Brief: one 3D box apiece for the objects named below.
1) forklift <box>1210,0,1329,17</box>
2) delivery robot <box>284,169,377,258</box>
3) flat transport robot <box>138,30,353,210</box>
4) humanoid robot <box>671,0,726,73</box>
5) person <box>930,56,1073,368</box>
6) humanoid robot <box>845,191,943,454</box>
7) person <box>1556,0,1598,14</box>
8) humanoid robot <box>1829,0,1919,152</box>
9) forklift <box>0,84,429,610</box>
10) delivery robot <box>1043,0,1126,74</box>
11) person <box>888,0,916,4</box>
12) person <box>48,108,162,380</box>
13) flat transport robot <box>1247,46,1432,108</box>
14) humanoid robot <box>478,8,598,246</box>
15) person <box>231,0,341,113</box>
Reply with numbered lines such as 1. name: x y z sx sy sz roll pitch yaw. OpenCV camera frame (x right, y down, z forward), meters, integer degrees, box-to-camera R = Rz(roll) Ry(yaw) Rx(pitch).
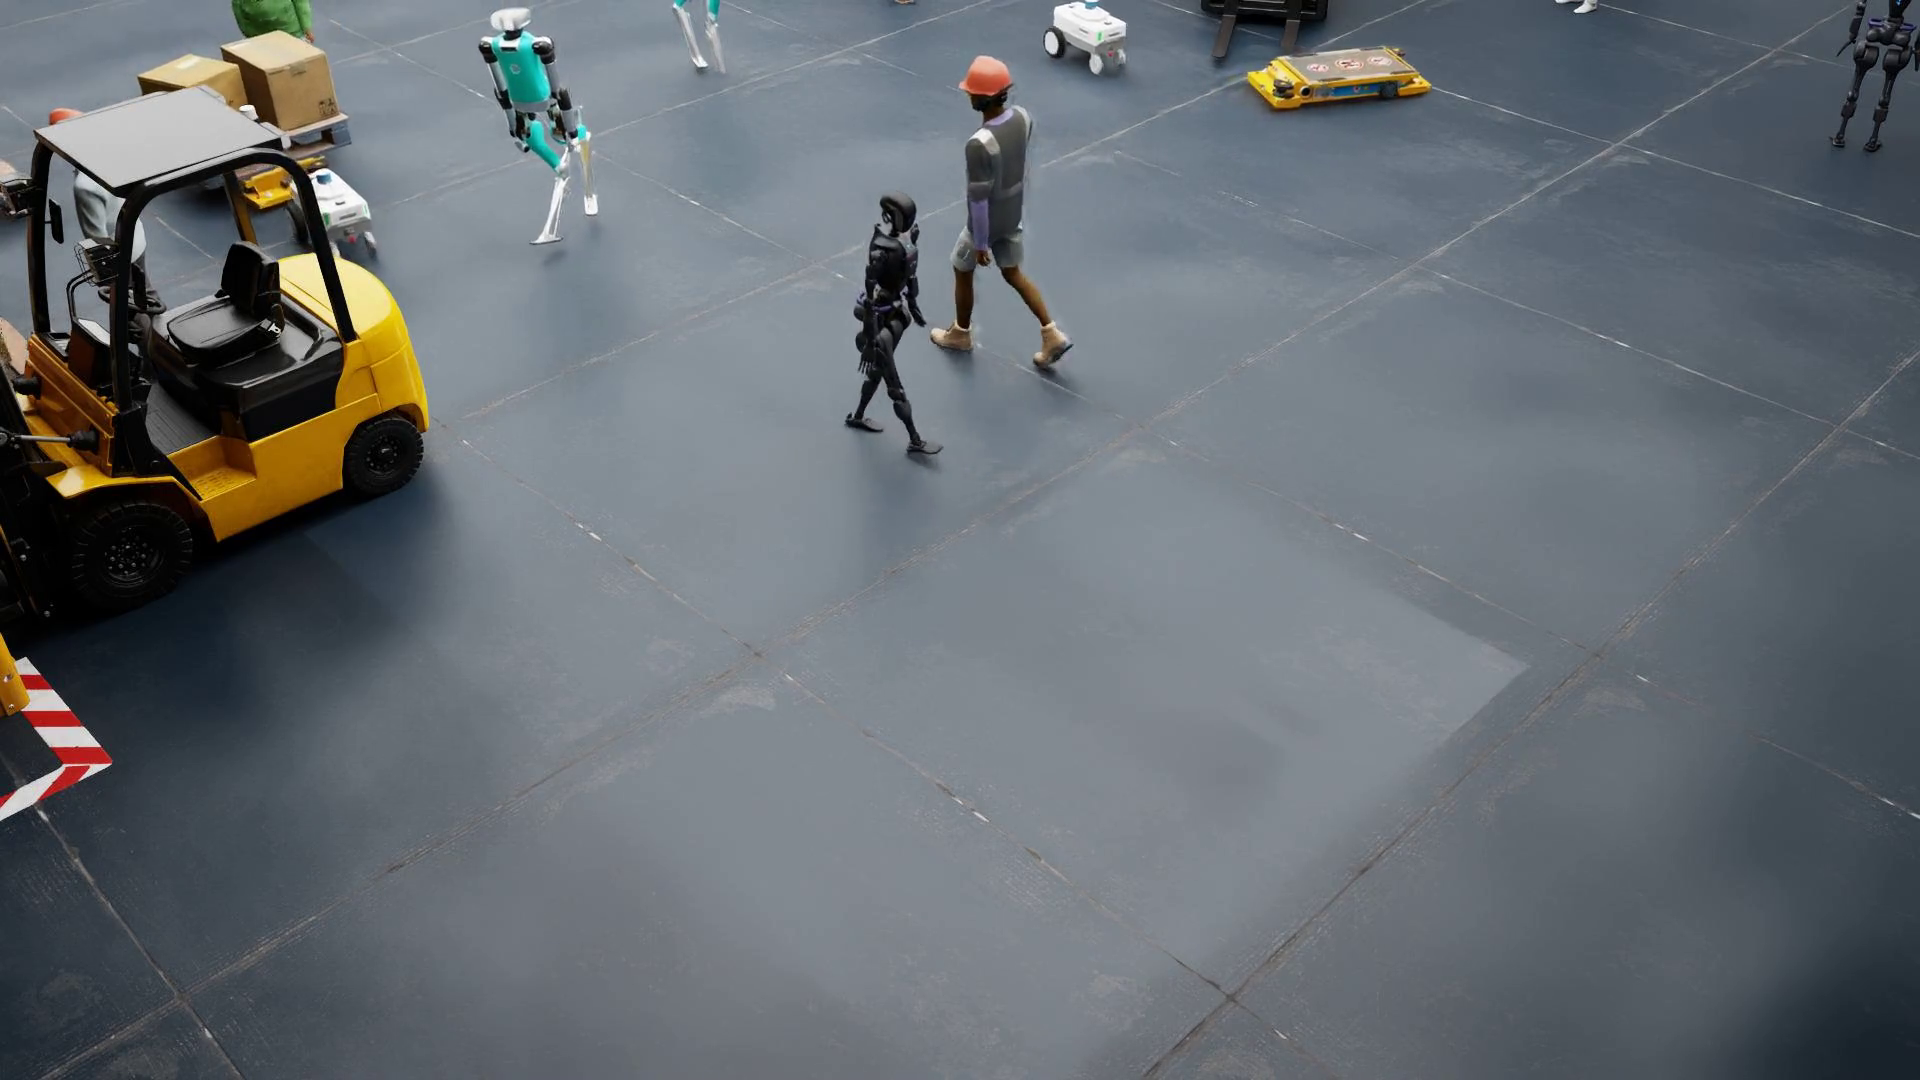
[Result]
1. forklift: 3.106 -6.400 15.960 1.214 2.155 2.313 8 37 10
2. delivery robot: -4.519 -2.369 11.943 0.499 0.612 0.796 -25 43 -29
3. flat transport robot: -5.508 -2.956 12.953 1.431 0.231 0.659 30 46 34
4. humanoid robot: -2.264 -4.811 14.295 0.542 1.853 0.840 -22 42 -27
5. person: 0.254 -1.971 10.186 0.929 2.008 0.606 25 43 29
6. humanoid robot: -0.379 -1.262 9.540 0.742 1.624 0.606 17 40 21
7. person: 5.988 -5.790 15.601 0.313 1.638 0.514 -8 37 -10
8. humanoid robot: 7.237 -3.896 13.023 0.599 1.657 0.315 17 40 22
9. forklift: -4.145 -1.093 8.856 2.313 2.155 1.214 -31 47 -34
10. delivery robot: 1.136 -4.522 14.827 0.499 0.614 0.808 -22 42 -27
11. person: -0.556 -6.119 15.799 0.373 1.934 0.626 11 38 14
12. person: -5.188 -1.805 10.184 0.350 1.739 0.568 -3 37 -5
13. flat transport robot: 3.269 -3.989 14.336 1.431 0.231 0.659 -9 38 -12
14. humanoid robot: -2.898 -2.986 11.798 0.580 1.753 1.026 8 37 10
15. person: -5.457 -4.122 13.276 0.586 1.755 0.535 -4 37 -5
